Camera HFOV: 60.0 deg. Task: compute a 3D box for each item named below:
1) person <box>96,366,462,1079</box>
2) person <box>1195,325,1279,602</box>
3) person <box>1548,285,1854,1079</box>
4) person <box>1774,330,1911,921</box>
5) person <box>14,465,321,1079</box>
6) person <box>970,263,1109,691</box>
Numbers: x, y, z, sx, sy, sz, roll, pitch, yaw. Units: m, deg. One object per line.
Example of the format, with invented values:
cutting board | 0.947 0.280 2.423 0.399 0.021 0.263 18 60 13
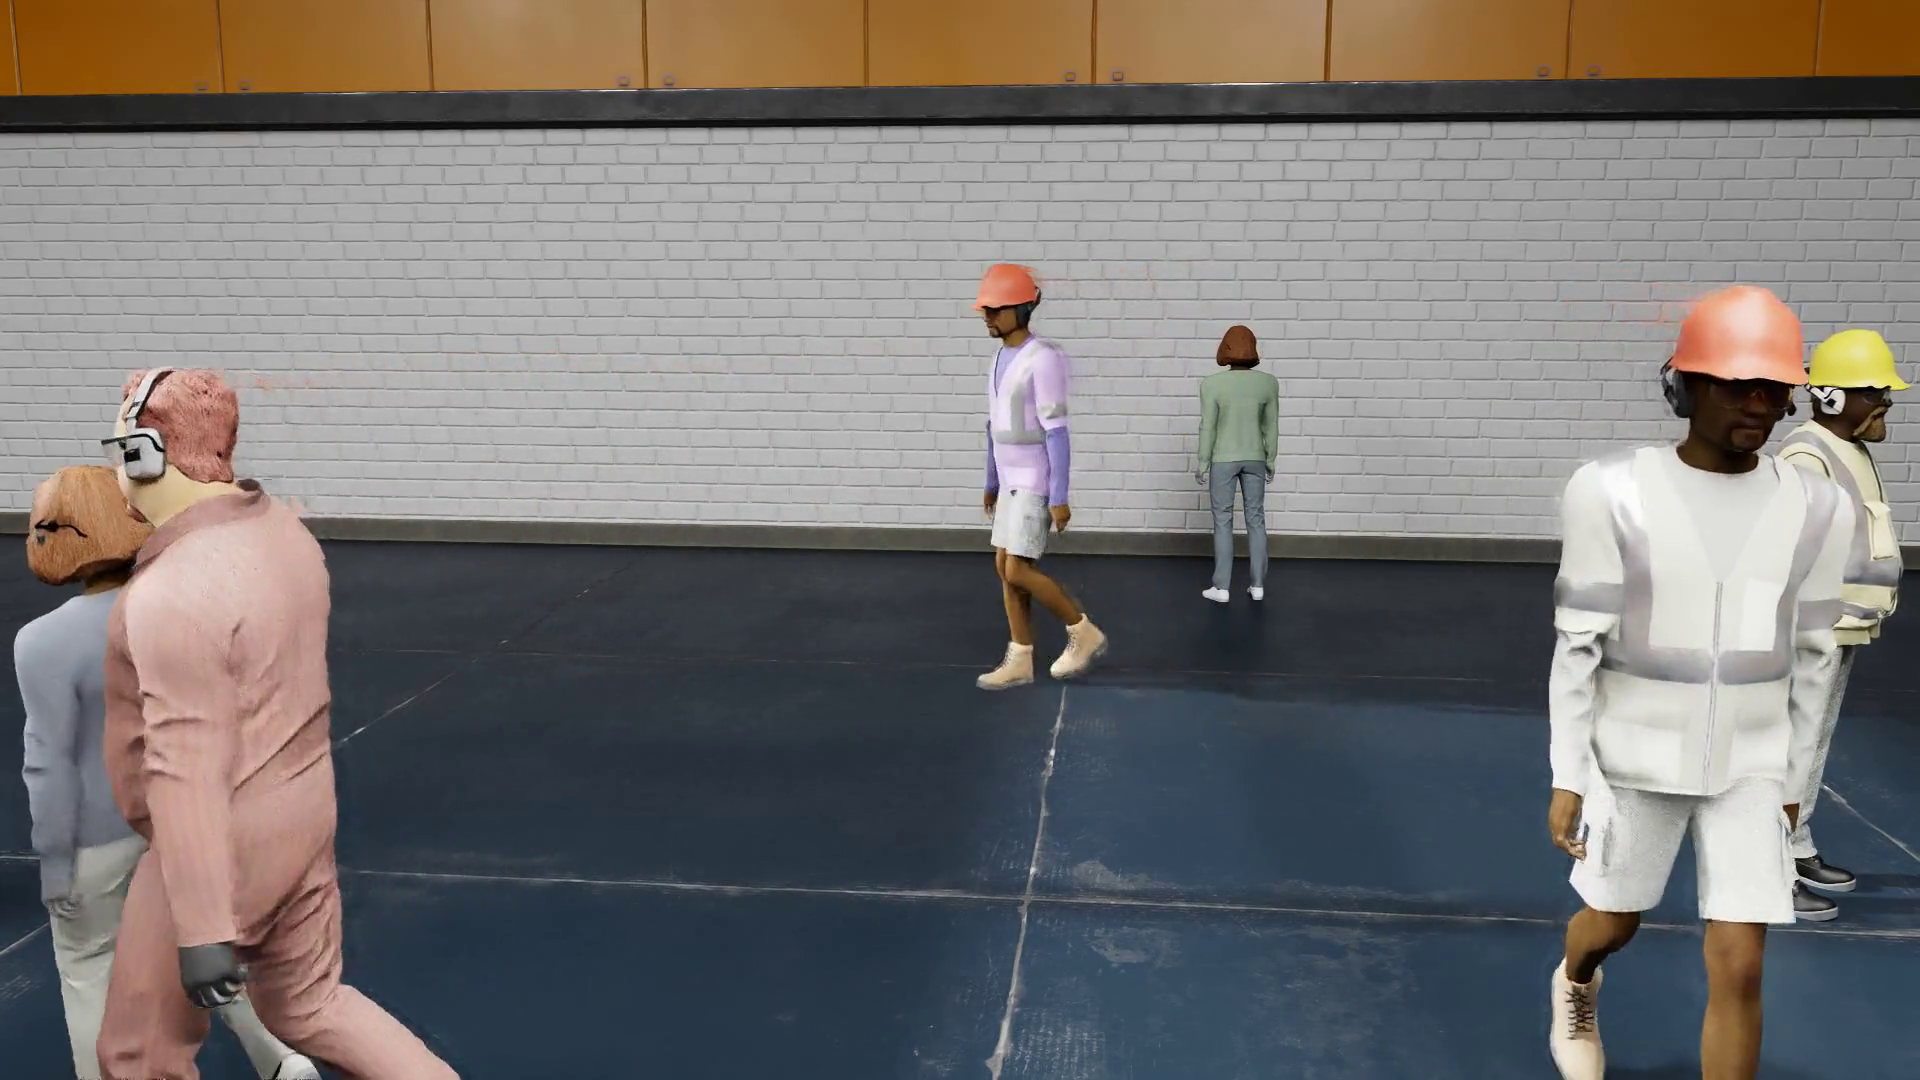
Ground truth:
person | -1.337 0.593 3.251 0.872 1.872 0.667 0 10 0
person | 1.635 -0.446 9.828 0.507 1.632 0.265 -2 10 -13
person | 1.583 0.447 3.666 0.610 2.011 0.949 2 10 9
person | 2.719 0.257 5.235 0.404 1.830 0.599 8 13 39
person | -1.803 0.632 3.685 0.681 1.612 0.507 4 11 23
person | 0.322 -0.277 7.761 0.597 2.018 0.658 -4 11 -21
